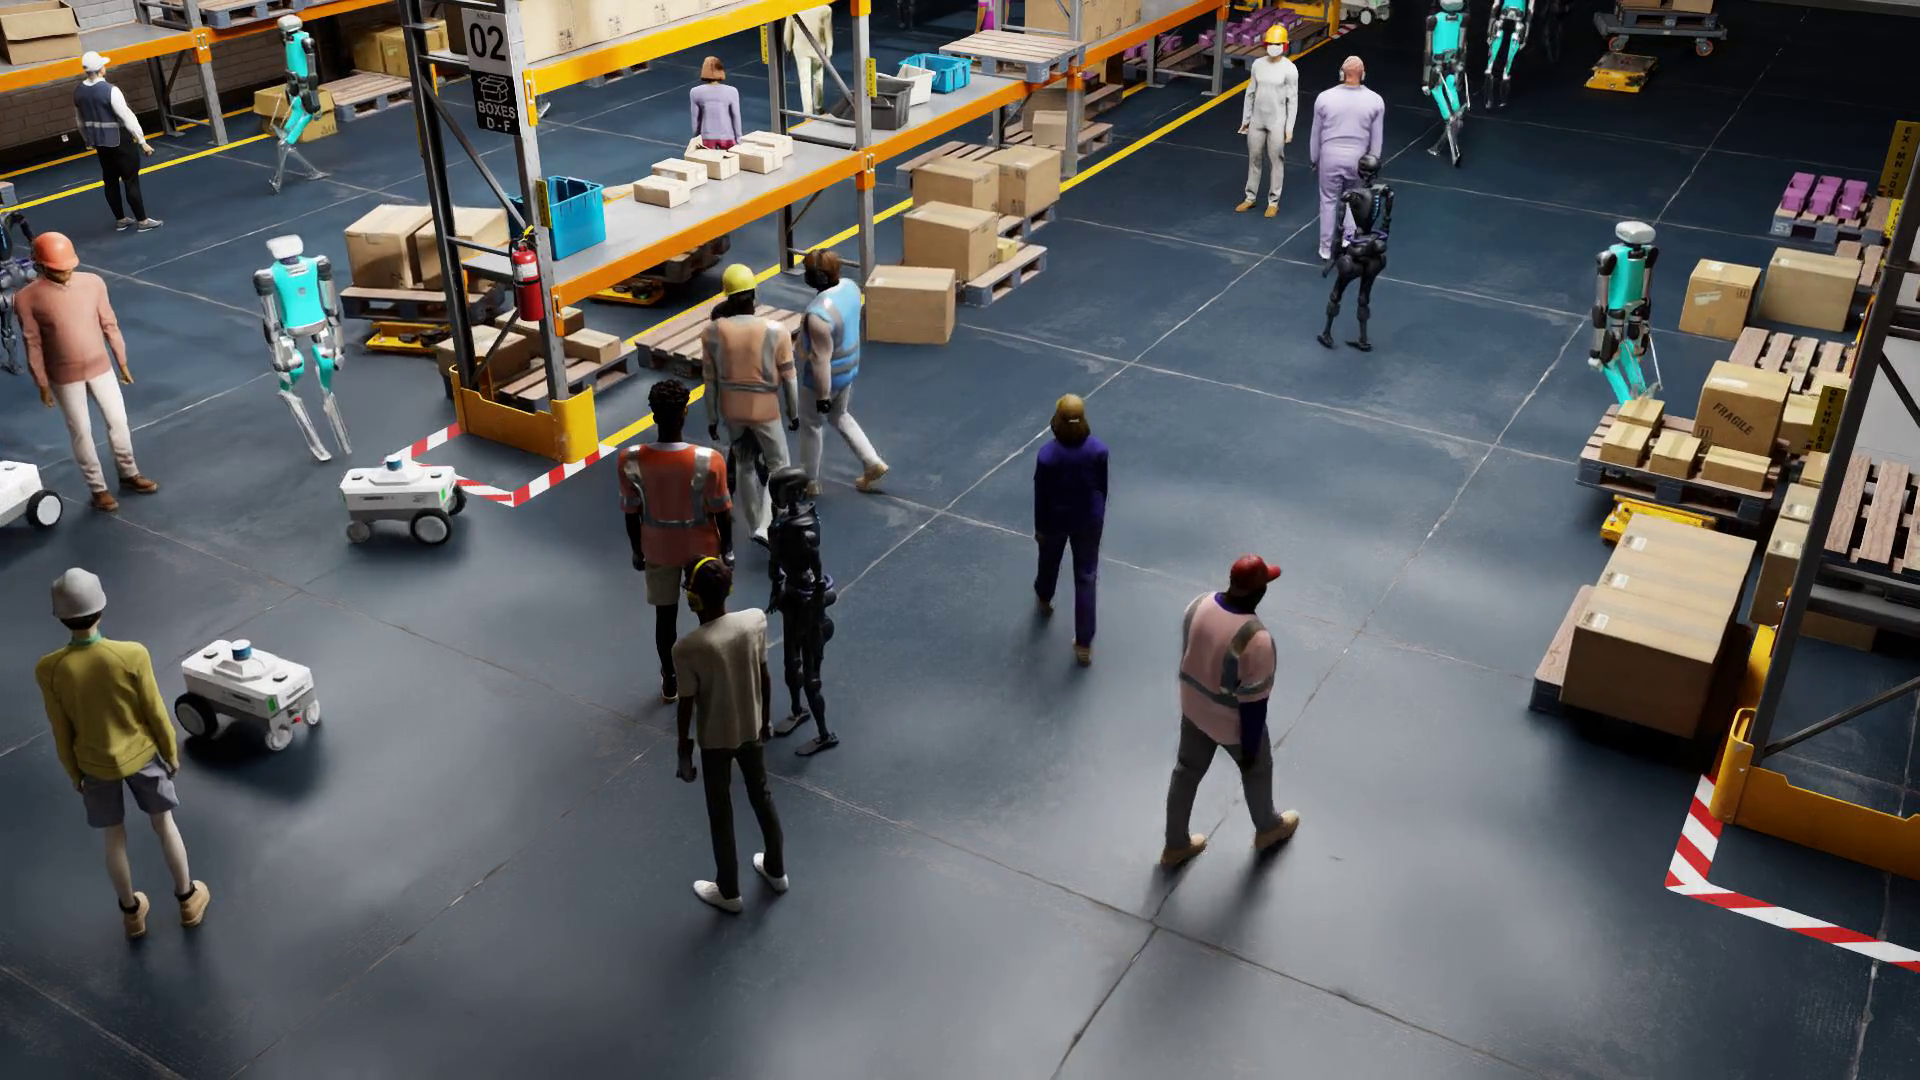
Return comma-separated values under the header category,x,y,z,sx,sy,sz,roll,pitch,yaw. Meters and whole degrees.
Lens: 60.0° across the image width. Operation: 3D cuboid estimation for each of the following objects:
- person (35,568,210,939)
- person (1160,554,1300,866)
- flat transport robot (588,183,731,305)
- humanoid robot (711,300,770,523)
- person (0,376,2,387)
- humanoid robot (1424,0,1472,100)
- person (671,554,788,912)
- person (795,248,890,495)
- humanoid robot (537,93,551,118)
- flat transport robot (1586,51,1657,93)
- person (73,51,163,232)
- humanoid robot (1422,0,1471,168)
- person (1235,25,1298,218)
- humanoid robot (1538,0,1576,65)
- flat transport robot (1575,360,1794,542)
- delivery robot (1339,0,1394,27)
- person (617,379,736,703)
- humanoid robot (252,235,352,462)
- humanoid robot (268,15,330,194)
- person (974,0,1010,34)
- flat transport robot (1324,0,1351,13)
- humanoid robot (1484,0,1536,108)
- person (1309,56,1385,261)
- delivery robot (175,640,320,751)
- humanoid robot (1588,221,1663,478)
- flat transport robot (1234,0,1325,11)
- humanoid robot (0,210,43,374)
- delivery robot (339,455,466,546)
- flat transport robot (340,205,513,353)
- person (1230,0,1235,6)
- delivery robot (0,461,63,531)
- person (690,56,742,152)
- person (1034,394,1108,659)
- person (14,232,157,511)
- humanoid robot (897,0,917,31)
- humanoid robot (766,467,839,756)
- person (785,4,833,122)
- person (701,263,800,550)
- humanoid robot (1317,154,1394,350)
category,x,y,z,sx,sy,sz,roll,pitch,yaw
person,-3.817,0.988,7.564,0.480,1.881,0.398,-13,32,-21
person,1.359,0.801,8.057,0.854,1.716,0.601,-21,35,-32
flat transport robot,-2.842,-2.525,15.409,0.659,0.231,1.431,10,31,17
humanoid robot,-1.429,-0.815,10.982,0.610,1.643,0.598,-9,31,-16
person,-6.817,-1.087,11.171,0.692,1.943,0.462,-19,34,-30
humanoid robot,6.094,-6.388,20.794,0.315,1.659,0.599,-24,37,-36
person,-1.087,0.909,7.730,0.527,1.856,0.356,-21,36,-33
person,-0.886,-1.127,11.356,0.725,1.819,0.633,12,31,19
humanoid robot,-5.282,-5.808,19.782,0.534,1.781,1.018,19,35,30
flat transport robot,8.683,-6.131,21.788,0.659,0.231,1.431,15,33,25
person,-8.304,-3.892,16.311,0.746,1.759,0.416,7,30,12
humanoid robot,5.480,-5.009,18.343,0.547,1.793,0.914,-9,31,-15
person,3.102,-4.213,16.742,0.581,1.898,0.346,19,35,30
humanoid robot,8.072,-7.214,22.267,0.589,1.642,0.377,-20,35,-31
flat transport robot,4.927,-0.303,11.478,0.659,0.231,1.431,16,33,27
delivery robot,6.047,-7.959,24.749,0.499,0.614,0.815,-21,36,-33
person,-1.534,0.031,9.165,0.605,1.965,0.368,1,29,1
humanoid robot,-4.717,-1.348,11.880,0.542,1.821,0.710,-22,36,-34
humanoid robot,-7.161,-4.548,17.536,0.546,1.816,0.883,23,37,34
person,0.392,-6.396,20.653,0.523,1.845,0.321,-22,36,-34
flat transport robot,5.582,-8.416,25.830,1.431,0.231,0.659,23,37,34
humanoid robot,6.666,-6.123,20.293,0.550,1.800,0.692,13,32,22
person,3.600,-3.567,15.611,0.650,1.893,0.510,4,30,7
delivery robot,-3.937,0.819,9.210,0.774,0.602,0.523,14,32,23
humanoid robot,4.790,-1.293,11.748,0.596,1.791,0.819,-16,33,-26
flat transport robot,4.982,-8.180,25.412,1.431,0.231,0.659,15,33,24
humanoid robot,-7.498,-2.036,13.161,0.794,1.627,0.586,22,36,34
delivery robot,-3.733,-0.282,11.159,0.801,0.604,0.499,-2,30,-3
flat transport robot,-4.537,-1.976,14.437,0.659,0.231,1.431,4,30,7
person,4.299,-9.156,25.693,0.760,1.693,0.585,-21,35,-32
delivery robot,-6.456,-0.225,11.041,0.499,0.587,0.767,8,30,13
person,-2.426,-4.008,16.651,0.498,1.629,0.288,2,30,3
person,0.656,-0.132,9.844,0.462,1.574,0.867,-3,30,-6
person,-5.924,-1.138,11.232,0.438,1.973,0.621,23,37,35
humanoid robot,-0.788,-8.220,24.052,0.610,1.648,0.333,-2,30,-4
humanoid robot,-0.856,0.344,8.891,0.314,1.650,0.608,-17,33,-27
person,-1.802,-5.871,19.865,0.569,1.705,0.891,-3,30,-6
person,-1.368,-0.813,10.728,0.603,1.893,0.672,4,30,8
humanoid robot,3.267,-2.391,13.732,0.603,1.644,0.465,-12,32,-21
